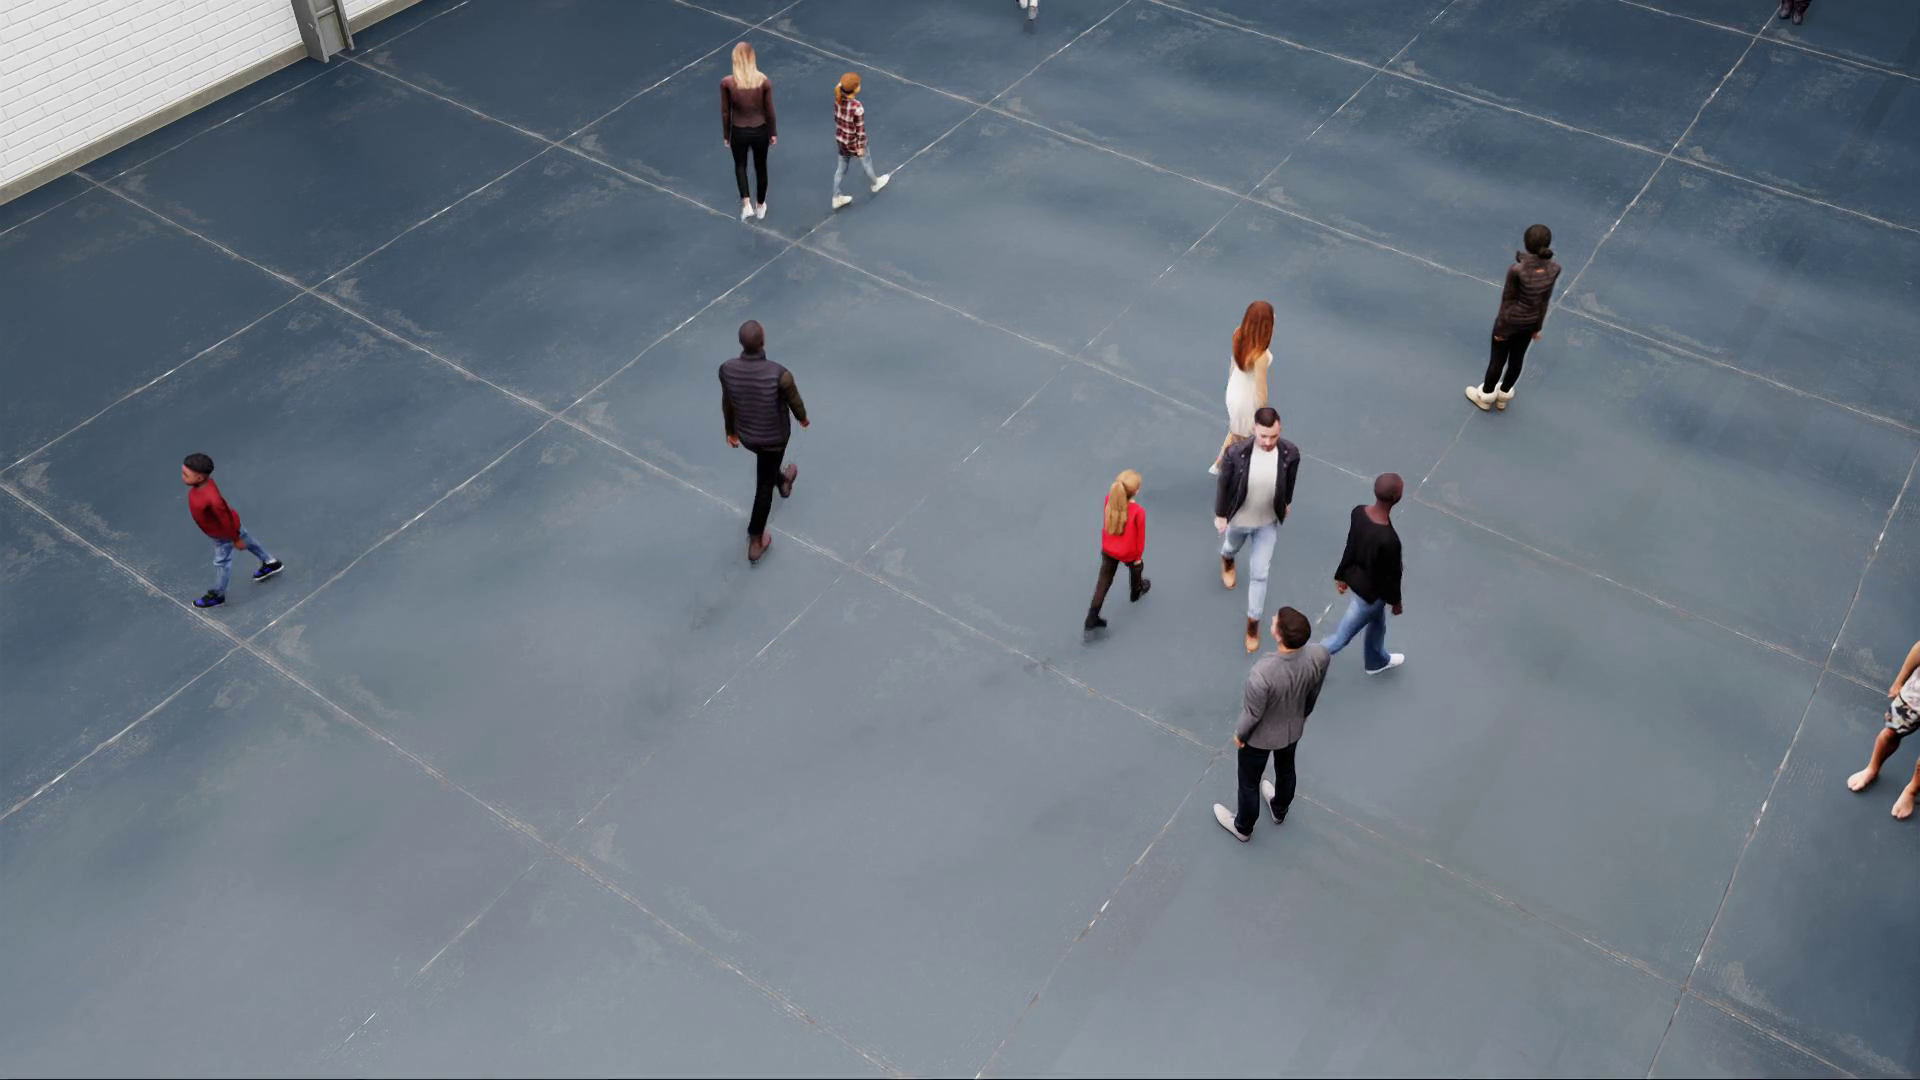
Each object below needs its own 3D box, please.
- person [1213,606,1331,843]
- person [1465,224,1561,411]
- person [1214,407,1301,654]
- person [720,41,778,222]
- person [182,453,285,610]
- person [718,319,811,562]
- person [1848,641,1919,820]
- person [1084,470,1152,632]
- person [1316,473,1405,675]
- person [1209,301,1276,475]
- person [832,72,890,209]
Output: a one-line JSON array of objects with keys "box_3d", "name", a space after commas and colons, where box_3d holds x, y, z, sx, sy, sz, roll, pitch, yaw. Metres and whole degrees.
[{"box_3d": [1.823, 1.071, 9.676, 0.718, 1.876, 0.839, -19, 47, -19], "name": "person"}, {"box_3d": [4.259, -1.658, 12.696, 0.761, 1.660, 0.699, 18, 47, 18], "name": "person"}, {"box_3d": [1.930, -0.222, 11.084, 1.073, 1.805, 1.253, 1, 44, 1], "name": "person"}, {"box_3d": [-1.850, -3.532, 14.638, 0.842, 1.695, 0.904, -5, 44, -5], "name": "person"}, {"box_3d": [-4.988, -0.120, 11.393, 0.939, 1.230, 0.716, -24, 49, -23], "name": "person"}, {"box_3d": [-1.401, -0.652, 11.556, 0.911, 1.776, 1.277, 14, 45, 14], "name": "person"}, {"box_3d": [5.843, 0.916, 9.885, 0.627, 1.811, 0.708, -34, 53, -31], "name": "person"}, {"box_3d": [1.037, 0.089, 11.153, 0.486, 1.259, 0.915, 27, 50, 25], "name": "person"}, {"box_3d": [2.498, 0.339, 10.569, 1.230, 1.703, 1.091, -10, 44, -10], "name": "person"}, {"box_3d": [1.968, -0.997, 11.973, 0.766, 1.701, 0.713, -13, 45, -13], "name": "person"}, {"box_3d": [-1.025, -3.577, 14.992, 0.628, 1.271, 0.911, 34, 53, 30], "name": "person"}]
